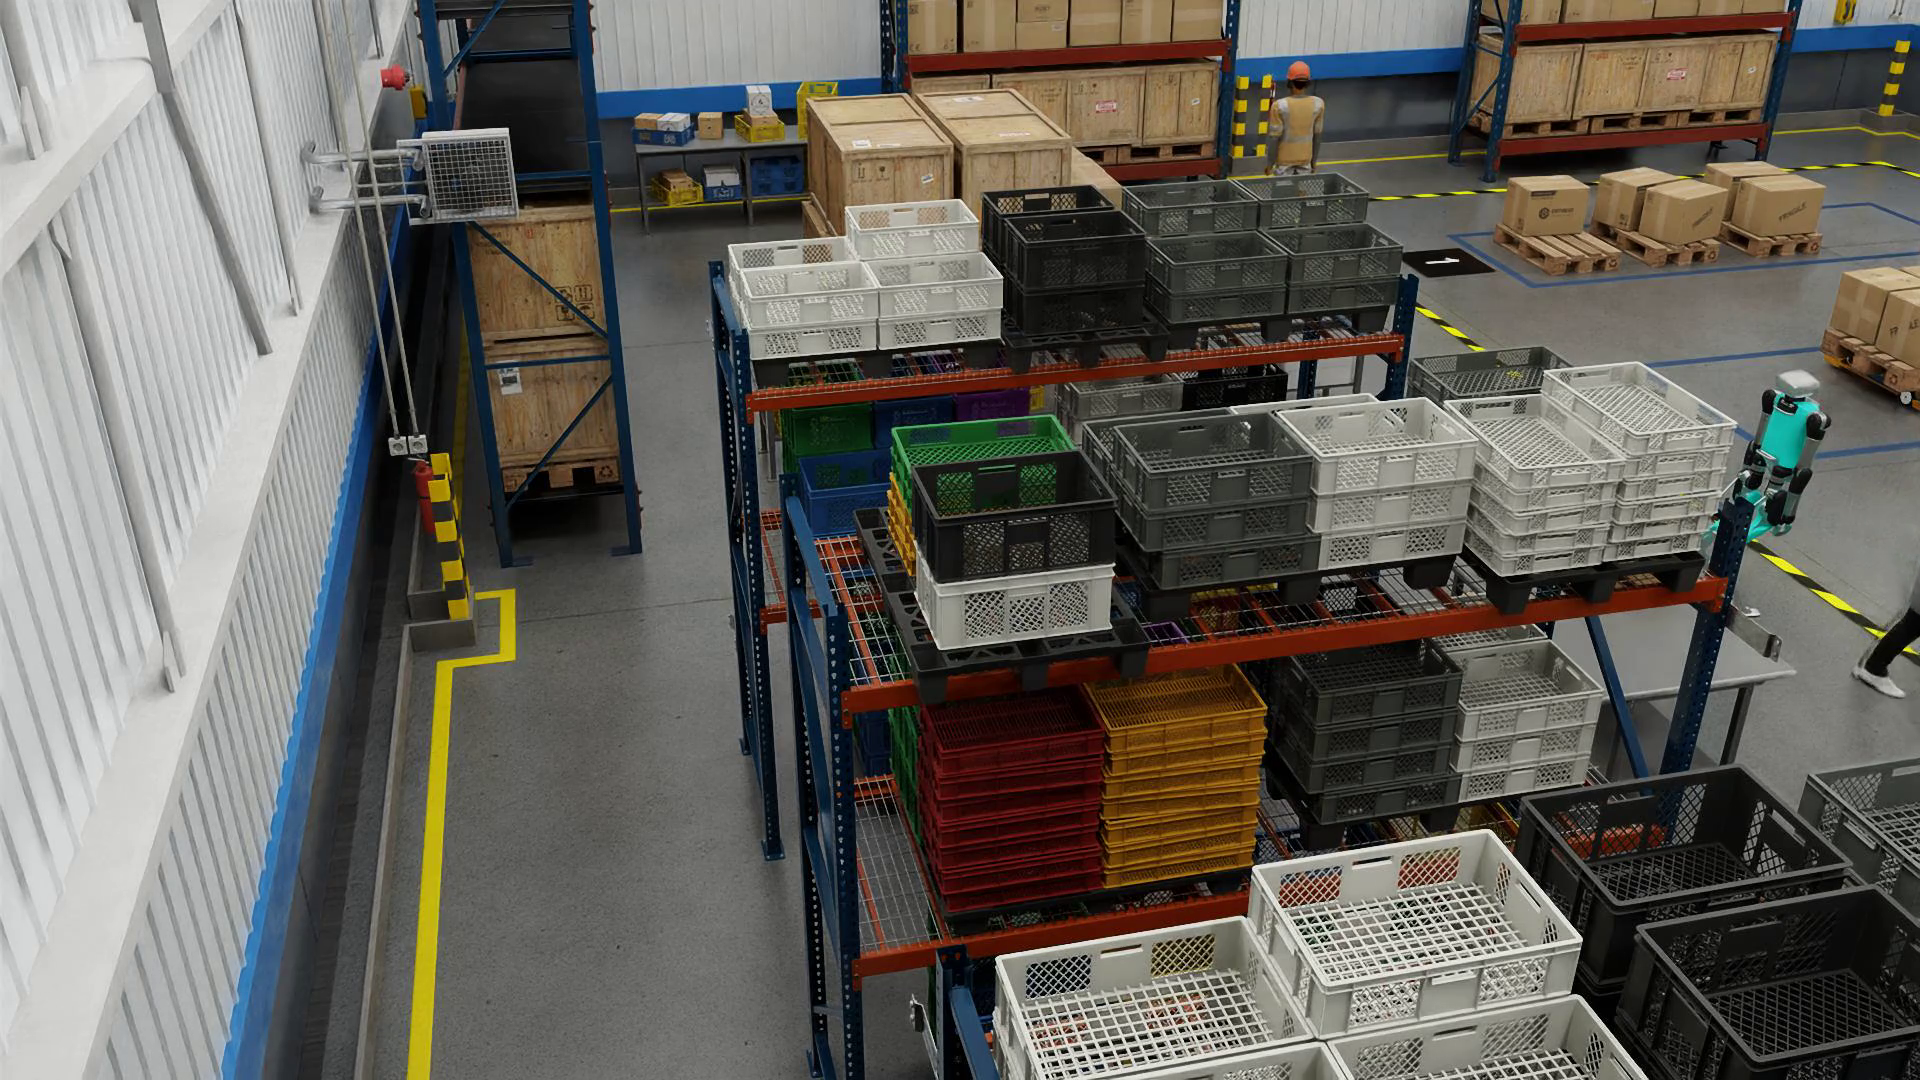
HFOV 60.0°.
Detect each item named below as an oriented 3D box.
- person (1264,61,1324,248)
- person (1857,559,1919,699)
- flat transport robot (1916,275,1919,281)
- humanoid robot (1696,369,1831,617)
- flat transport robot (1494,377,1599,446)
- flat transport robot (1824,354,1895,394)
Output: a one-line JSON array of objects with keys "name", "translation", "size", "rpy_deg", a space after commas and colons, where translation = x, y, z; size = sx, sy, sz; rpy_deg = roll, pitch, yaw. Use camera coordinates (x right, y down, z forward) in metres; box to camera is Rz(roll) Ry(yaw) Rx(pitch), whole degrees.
[{"name": "person", "translation": [3.585, -4.130, 17.982], "size": [0.605, 2.045, 0.386], "rpy_deg": [-5, 28, -10]}, {"name": "person", "translation": [5.956, 0.254, 9.914], "size": [0.611, 1.804, 0.866], "rpy_deg": [-16, 32, -28]}, {"name": "flat transport robot", "translation": [10.739, -2.718, 17.174], "size": [1.431, 0.197, 0.652], "rpy_deg": [-6, 28, -12]}, {"name": "humanoid robot", "translation": [5.108, -0.276, 10.850], "size": [0.735, 1.677, 0.533], "rpy_deg": [-7, 29, -13]}, {"name": "flat transport robot", "translation": [4.780, -1.036, 14.013], "size": [0.659, 0.231, 1.431], "rpy_deg": [-6, 28, -12]}, {"name": "flat transport robot", "translation": [8.473, -1.467, 14.800], "size": [0.652, 0.197, 1.431], "rpy_deg": [-6, 28, -12]}]
